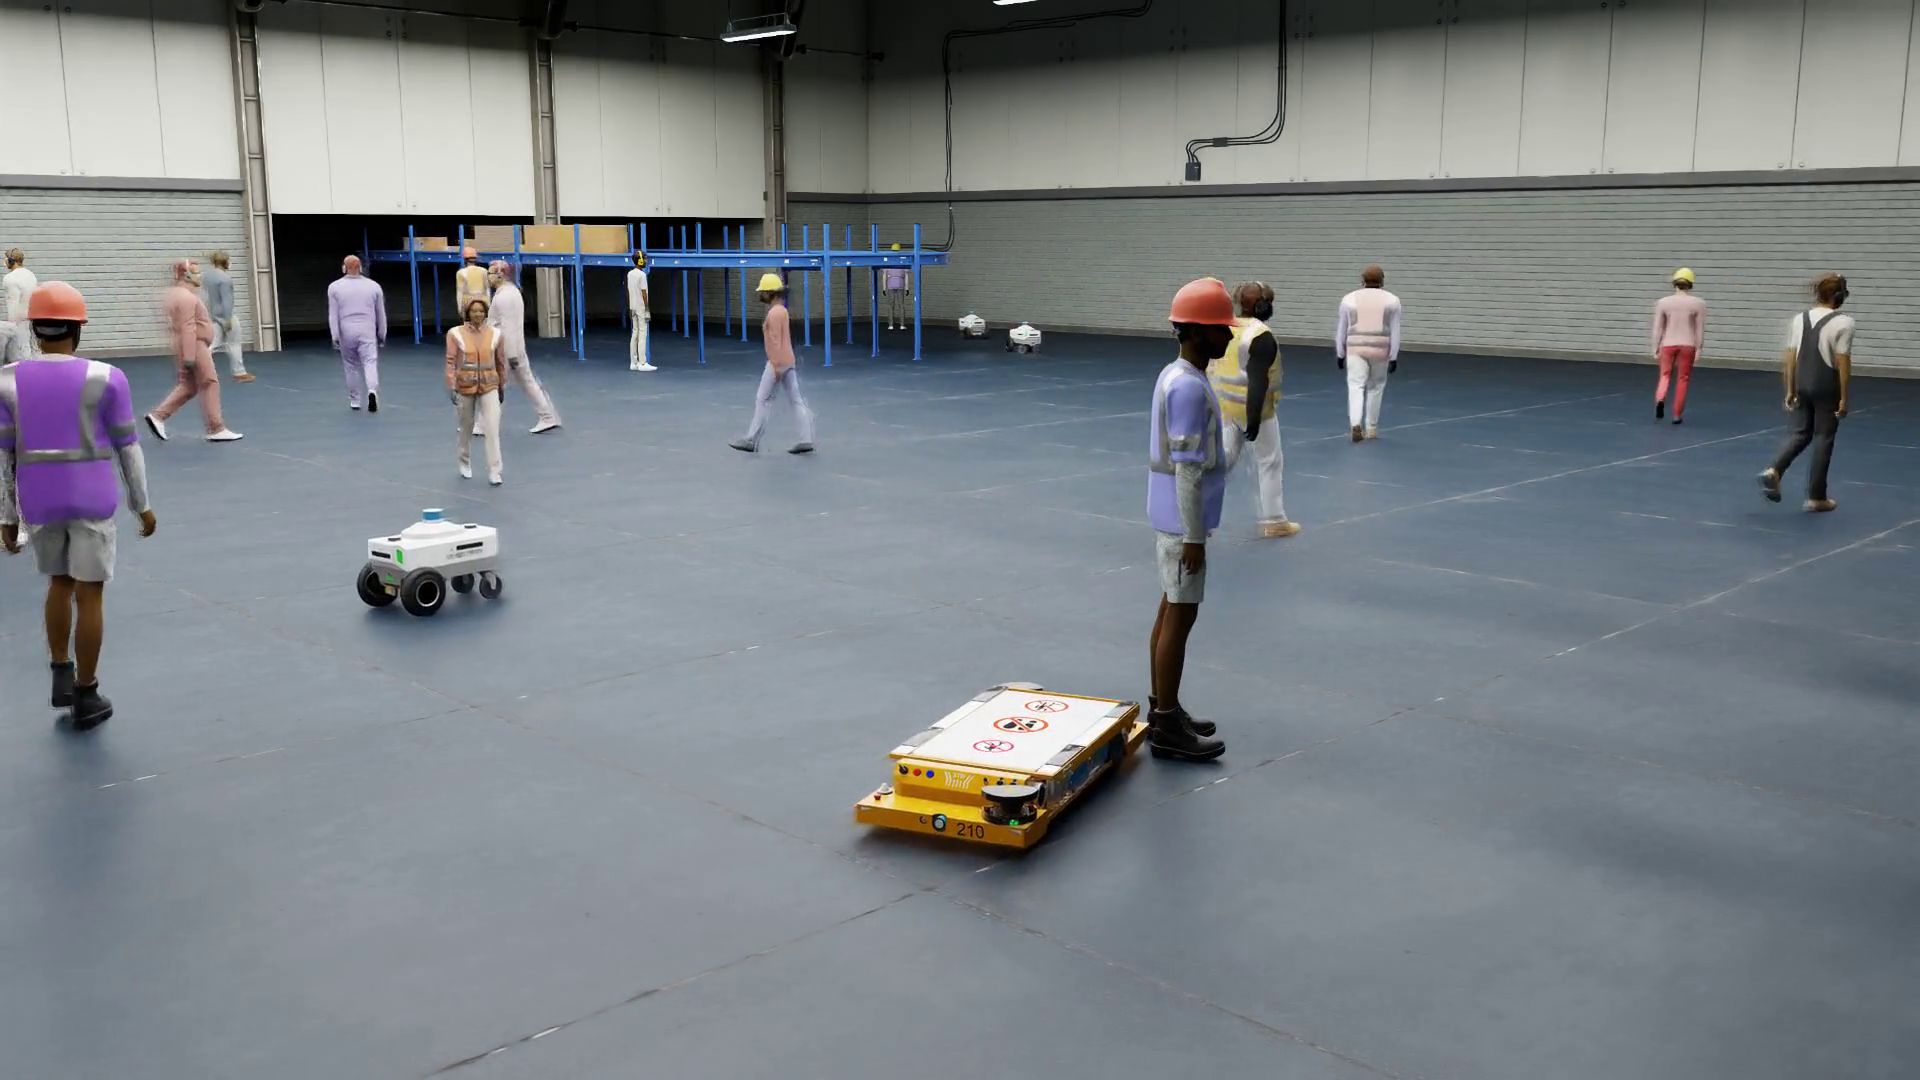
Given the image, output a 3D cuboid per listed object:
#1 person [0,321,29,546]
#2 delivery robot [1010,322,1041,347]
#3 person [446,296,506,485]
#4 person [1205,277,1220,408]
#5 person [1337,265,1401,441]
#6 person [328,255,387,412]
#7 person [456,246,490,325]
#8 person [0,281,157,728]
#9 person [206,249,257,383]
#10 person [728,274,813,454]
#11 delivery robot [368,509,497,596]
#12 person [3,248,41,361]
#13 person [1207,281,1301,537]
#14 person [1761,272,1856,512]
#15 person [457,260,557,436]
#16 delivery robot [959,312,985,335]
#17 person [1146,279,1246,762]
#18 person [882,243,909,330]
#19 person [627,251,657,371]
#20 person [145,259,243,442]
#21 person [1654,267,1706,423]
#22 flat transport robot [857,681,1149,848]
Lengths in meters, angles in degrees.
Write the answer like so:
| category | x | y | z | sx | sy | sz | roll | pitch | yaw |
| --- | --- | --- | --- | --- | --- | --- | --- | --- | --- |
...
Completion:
| category | x | y | z | sx | sy | sz | roll | pitch | yaw |
| --- | --- | --- | --- | --- | --- | --- | --- | --- | --- |
| person | -6.641 | -0.881 | 11.338 | 0.516 | 1.865 | 0.321 | -4 | 11 | -21 |
| delivery robot | 1.187 | -3.716 | 30.208 | 0.477 | 0.478 | 0.707 | -5 | 11 | -24 |
| person | -4.170 | -1.303 | 14.339 | 0.510 | 1.599 | 0.848 | -5 | 11 | -24 |
| person | 2.405 | -1.697 | 16.177 | 0.491 | 1.720 | 0.769 | 2 | 11 | 9 |
| person | 4.214 | -1.931 | 17.188 | 0.630 | 1.811 | 0.875 | 3 | 11 | 15 |
| person | -7.263 | -2.496 | 20.090 | 0.658 | 1.881 | 0.872 | -5 | 11 | -24 |
| person | -7.988 | -3.844 | 27.295 | 0.563 | 1.927 | 0.423 | -8 | 13 | -37 |
| person | -3.864 | -0.159 | 7.259 | 0.561 | 1.913 | 0.548 | -1 | 10 | -8 |
| person | -10.666 | -3.212 | 23.908 | 0.639 | 1.914 | 0.851 | 10 | 14 | 42 |
| person | -1.835 | -1.700 | 16.138 | 0.870 | 1.730 | 0.528 | 2 | 11 | 10 |
| delivery robot | -3.034 | 0.062 | 9.604 | 0.477 | 0.478 | 0.707 | 8 | 13 | 36 |
| person | -12.500 | -2.905 | 22.150 | 0.373 | 1.940 | 0.630 | -1 | 10 | -4 |
| person | 1.952 | -0.905 | 11.642 | 0.926 | 1.807 | 0.625 | -4 | 11 | -21 |
| person | 6.530 | -1.125 | 12.734 | 0.561 | 1.834 | 0.508 | -5 | 12 | -25 |
| person | -4.812 | -2.044 | 17.705 | 1.015 | 1.855 | 0.649 | -1 | 10 | -3 |
| delivery robot | 0.250 | -4.456 | 34.242 | 0.477 | 0.478 | 0.707 | -4 | 11 | -20 |
| person | 0.955 | -0.090 | 6.800 | 0.374 | 1.935 | 0.552 | 1 | 10 | 3 |
| person | -1.437 | -5.669 | 37.247 | 0.591 | 1.926 | 0.386 | 0 | 10 | 1 |
| person | -5.032 | -3.606 | 26.172 | 0.310 | 1.863 | 0.532 | -9 | 14 | -41 |
| person | -7.927 | -1.943 | 17.075 | 0.815 | 1.879 | 0.651 | -7 | 12 | -33 |
| person | 8.080 | -2.180 | 18.707 | 0.530 | 1.754 | 0.457 | 7 | 12 | 32 |
| flat transport robot | 0.213 | 0.830 | 6.448 | 0.652 | 0.197 | 1.431 | 5 | 11 | 23 |
